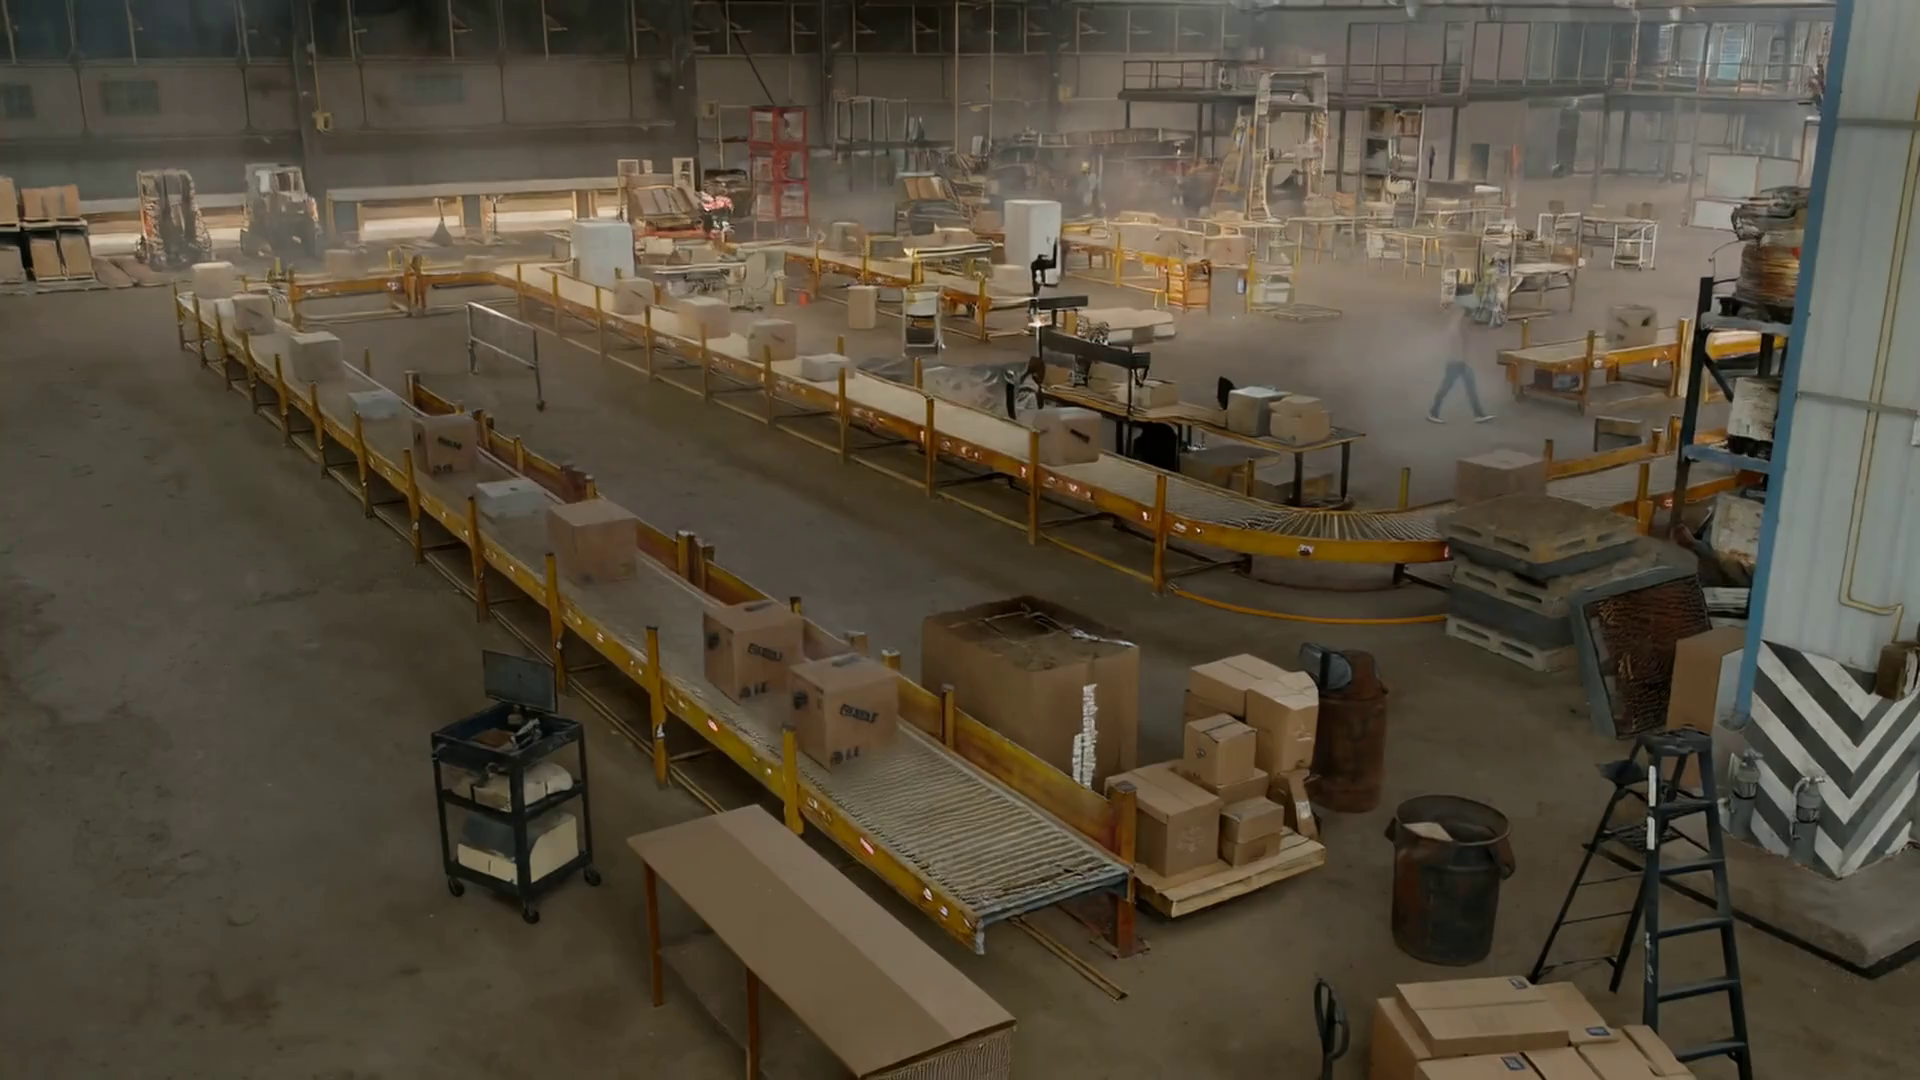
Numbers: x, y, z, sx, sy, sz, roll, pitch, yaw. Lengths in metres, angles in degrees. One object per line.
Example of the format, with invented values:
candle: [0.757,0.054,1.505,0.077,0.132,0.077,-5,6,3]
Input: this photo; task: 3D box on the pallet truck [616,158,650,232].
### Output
pallet truck: [-8.918,-9.176,44.255,0.823,1.965,1.885,-9,19,-27]

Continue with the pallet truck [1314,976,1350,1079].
pallet truck: [2.299,2.390,7.086,1.601,1.201,0.680,-2,17,-7]

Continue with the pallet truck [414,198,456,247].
pallet truck: [-13.250,-8.060,41.856,0.680,1.201,1.601,-10,20,-31]

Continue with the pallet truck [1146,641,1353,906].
pallet truck: [1.664,1.407,10.232,1.630,1.274,0.653,-10,20,-31]

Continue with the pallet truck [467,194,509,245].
pallet truck: [-11.983,-8.177,42.137,0.704,1.261,1.522,-11,20,-33]

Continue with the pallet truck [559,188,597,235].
pallet truck: [-10.010,-8.652,43.699,0.653,1.274,1.630,-10,20,-31]

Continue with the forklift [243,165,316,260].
forklift: [-15.898,-7.669,38.708,1.157,1.987,2.680,-11,20,-33]

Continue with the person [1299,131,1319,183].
person: [12.602,-13.791,59.889,0.598,1.830,0.976,-8,19,-26]

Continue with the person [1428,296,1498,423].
person: [6.711,-2.374,22.077,0.909,1.724,0.522,9,19,28]

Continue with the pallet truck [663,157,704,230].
pallet truck: [-7.586,-9.308,44.692,0.823,1.965,1.885,-11,20,-33]

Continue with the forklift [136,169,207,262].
forklift: [-17.842,-7.318,37.559,1.157,1.987,2.680,-10,20,-31]

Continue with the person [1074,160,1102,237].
person: [3.325,-8.721,42.701,0.822,2.021,0.668,-12,20,-34]
